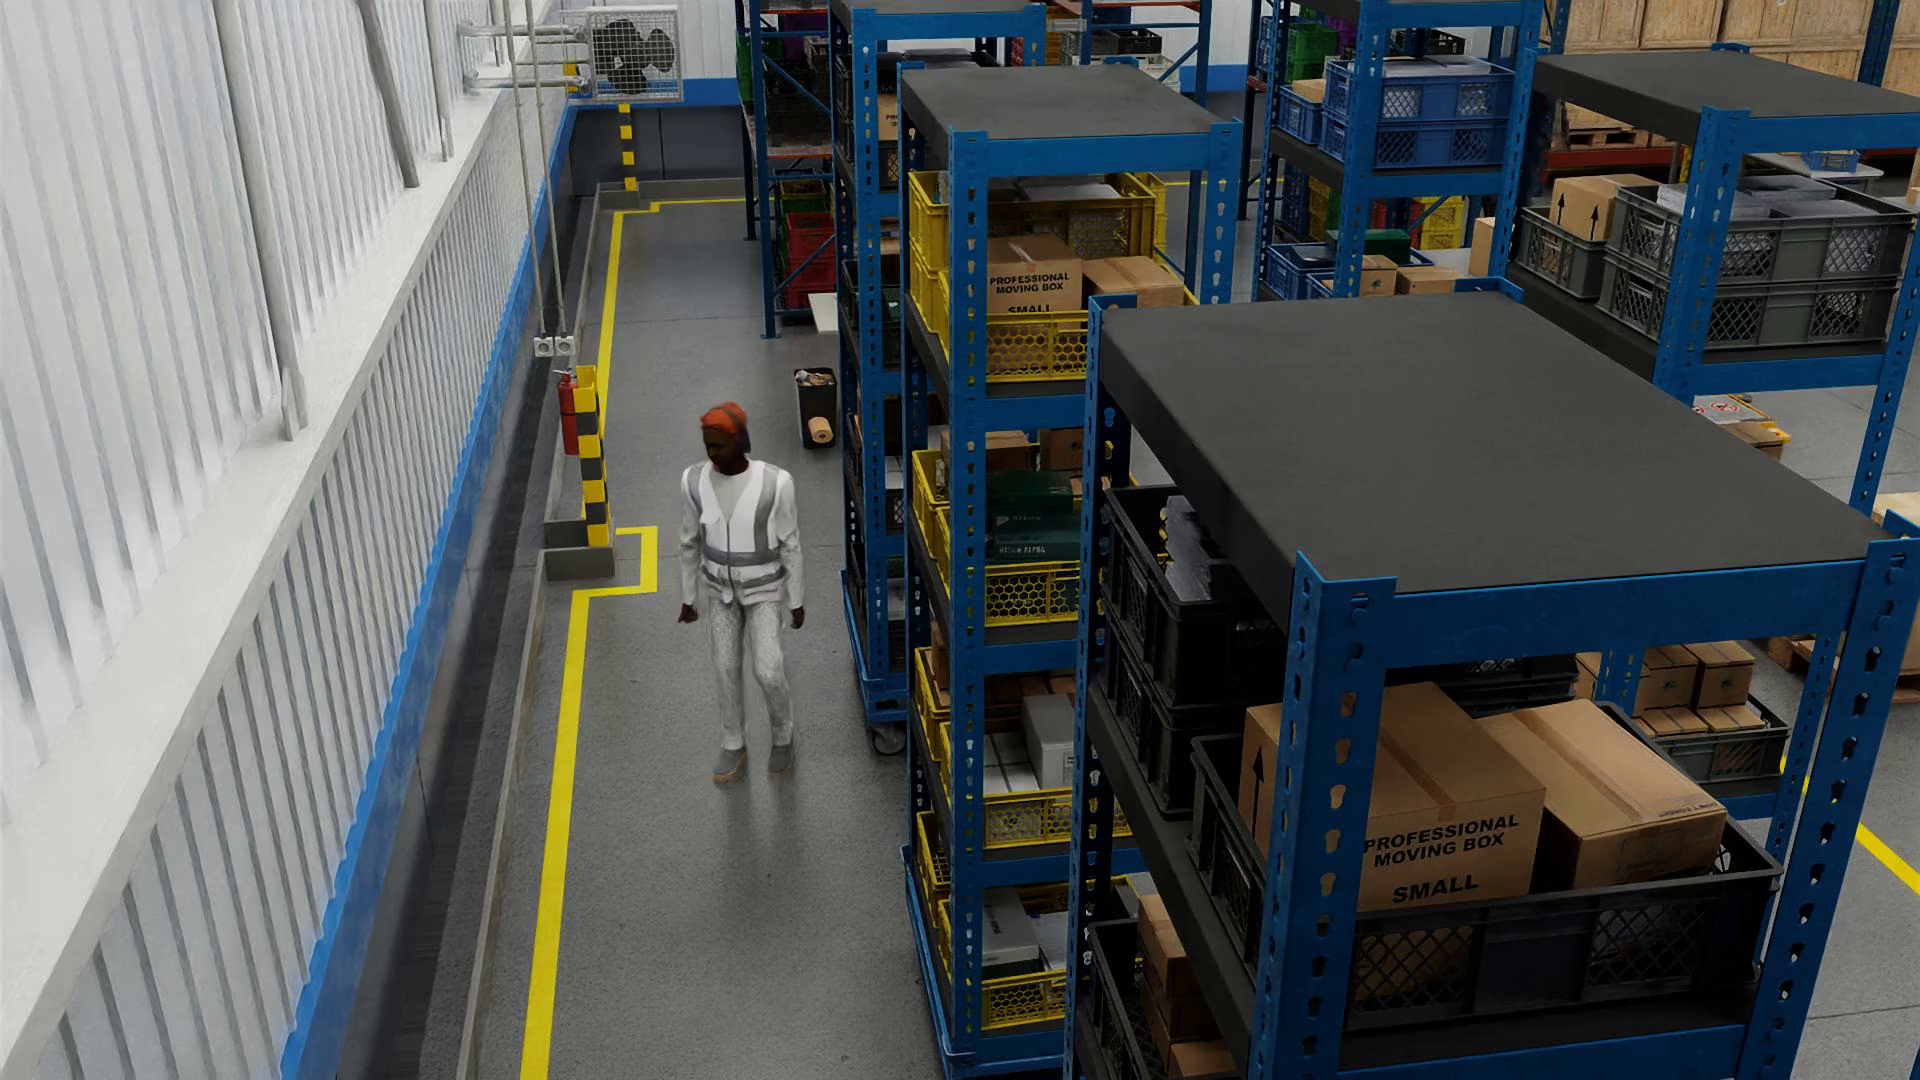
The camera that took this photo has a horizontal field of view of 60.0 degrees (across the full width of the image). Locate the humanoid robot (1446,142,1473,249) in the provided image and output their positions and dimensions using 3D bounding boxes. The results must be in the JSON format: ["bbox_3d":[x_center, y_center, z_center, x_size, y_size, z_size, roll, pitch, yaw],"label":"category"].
[{"bbox_3d":[5.097,-3.640,16.524,0.578,1.651,0.338,-12,27,-25],"label":"humanoid robot"}]

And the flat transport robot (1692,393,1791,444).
[{"bbox_3d":[5.224,-0.859,12.132,1.431,0.197,0.652,-4,25,-8],"label":"flat transport robot"}]

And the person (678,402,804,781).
[{"bbox_3d":[-1.028,0.256,7.812,0.598,1.883,0.397,7,26,16],"label":"person"}]

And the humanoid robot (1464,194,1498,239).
[{"bbox_3d":[5.129,-3.447,16.105,0.352,1.651,0.564,-9,26,-18],"label":"humanoid robot"}]

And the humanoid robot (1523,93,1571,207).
[{"bbox_3d":[6.376,-4.435,18.274,0.614,1.637,0.664,-11,27,-22],"label":"humanoid robot"}]
